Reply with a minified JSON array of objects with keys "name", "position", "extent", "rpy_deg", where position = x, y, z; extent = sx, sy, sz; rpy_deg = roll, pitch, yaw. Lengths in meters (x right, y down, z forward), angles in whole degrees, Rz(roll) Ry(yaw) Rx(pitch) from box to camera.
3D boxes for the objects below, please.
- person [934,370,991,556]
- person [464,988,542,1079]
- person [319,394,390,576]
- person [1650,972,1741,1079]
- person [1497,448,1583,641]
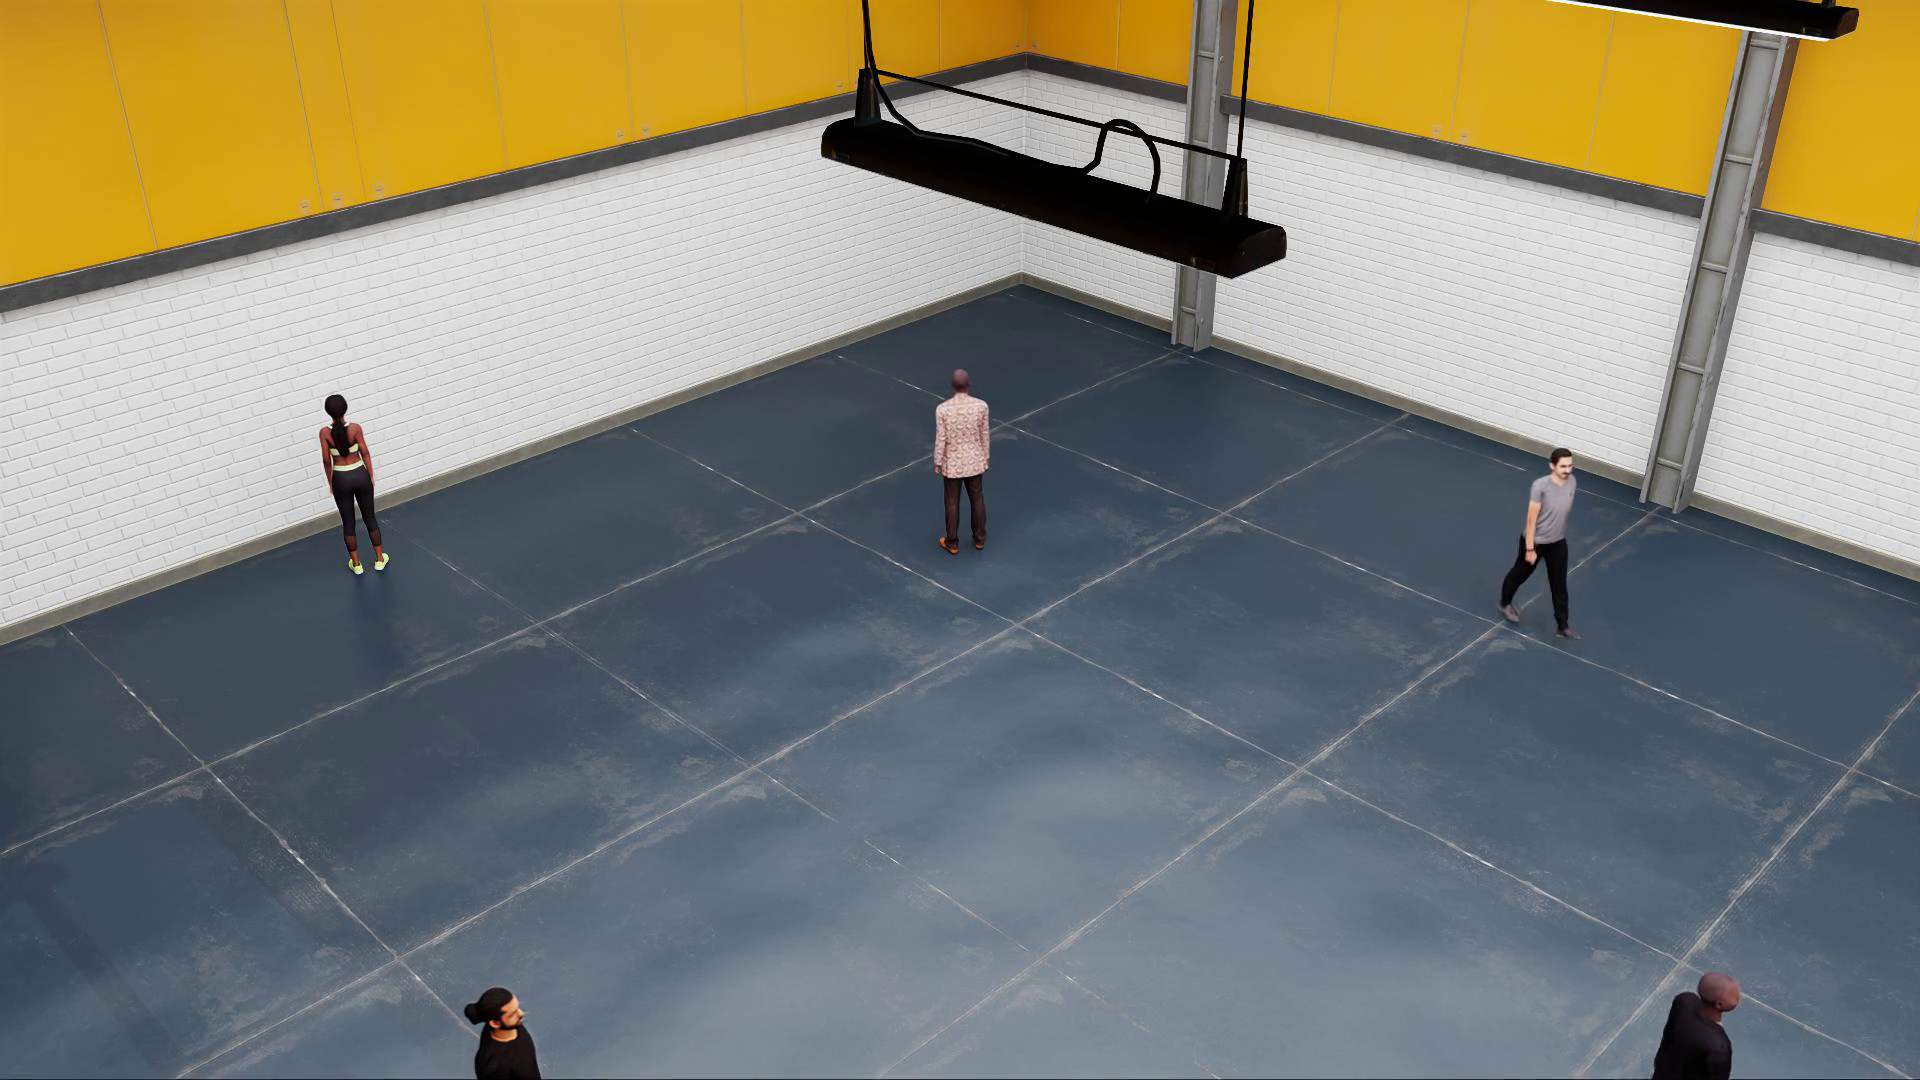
[{"name":"person","position":[0.027,-0.726,15.473],"extent":[0.779,1.811,0.778],"rpy_deg":[-7,29,-13]},{"name":"person","position":[-2.308,3.018,8.665],"extent":[0.790,1.758,0.708],"rpy_deg":[-4,29,-7]},{"name":"person","position":[-5.535,-0.510,15.135],"extent":[0.630,1.755,0.631],"rpy_deg":[-11,30,-19]},{"name":"person","position":[3.730,2.959,8.784],"extent":[0.850,1.748,0.795],"rpy_deg":[1,29,3]},{"name":"person","position":[4.954,-0.025,14.289],"extent":[0.964,1.714,1.208],"rpy_deg":[-10,30,-18]}]
